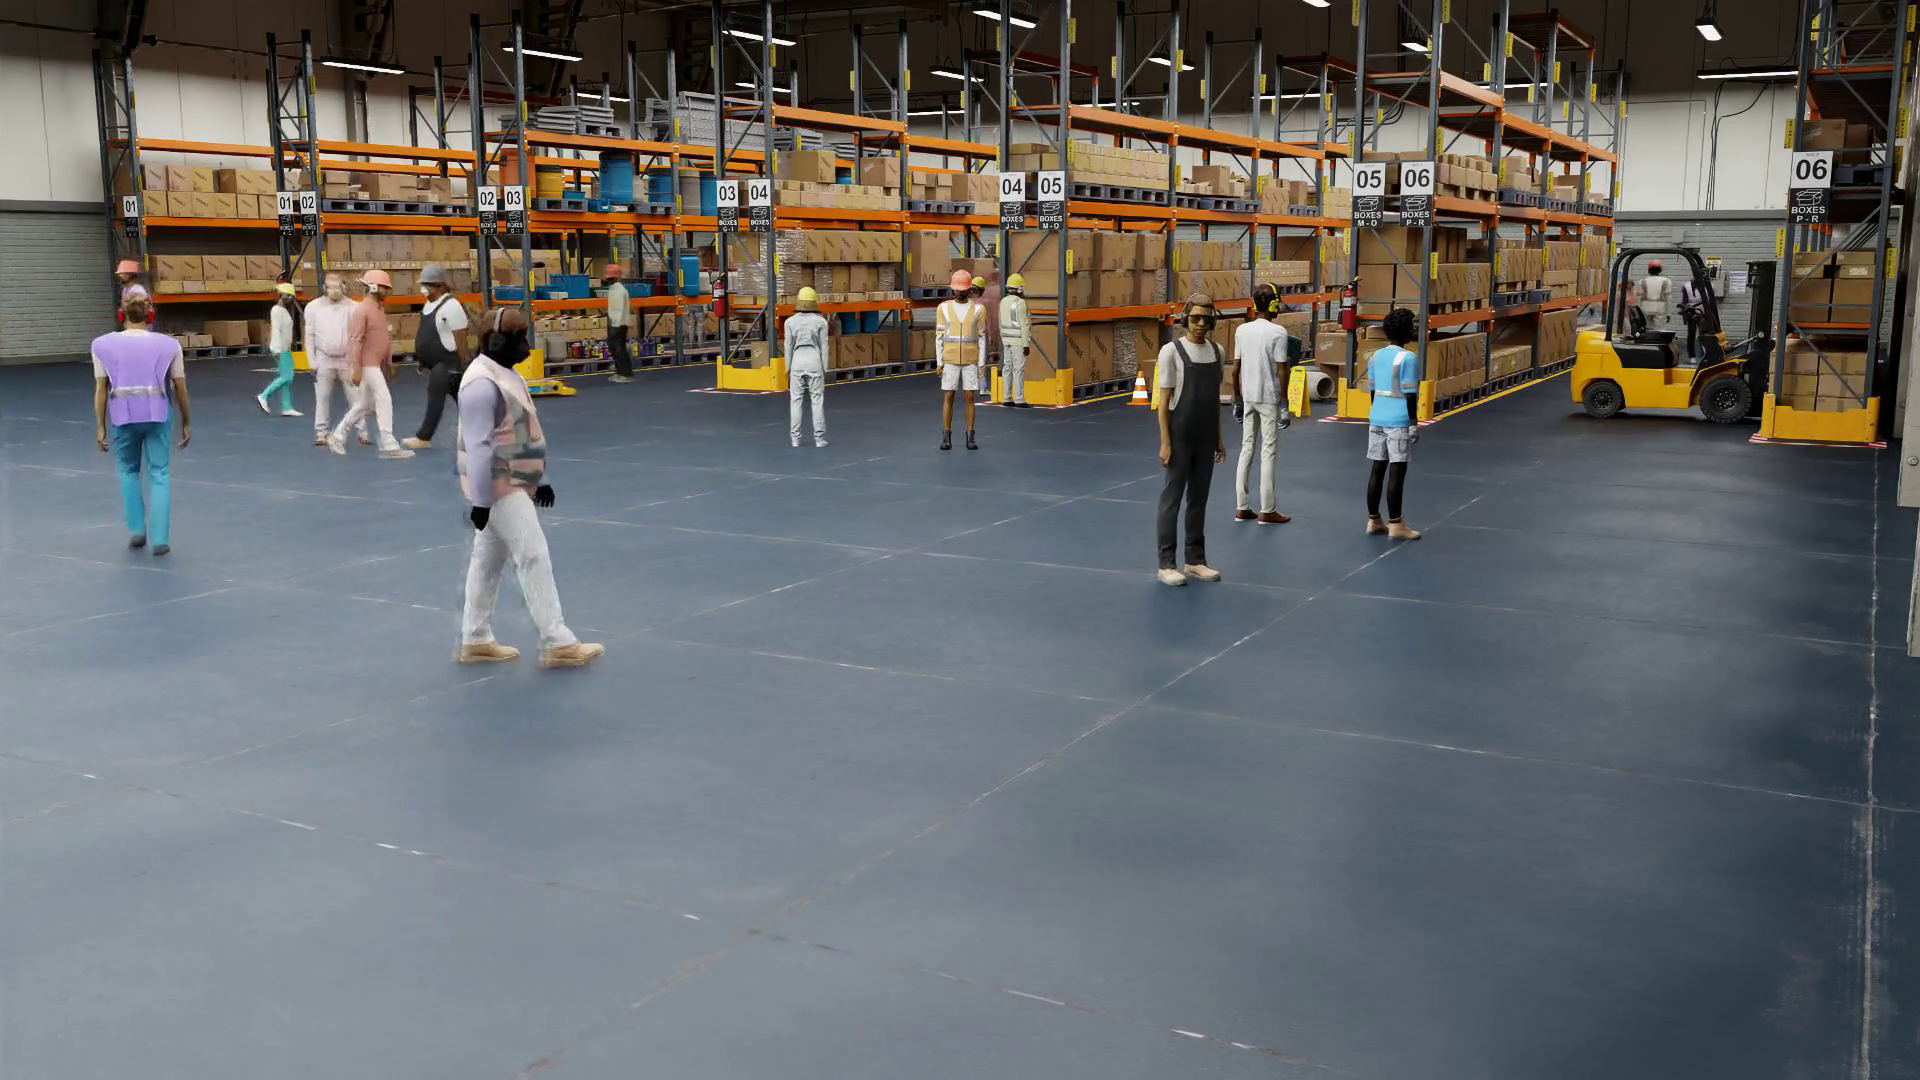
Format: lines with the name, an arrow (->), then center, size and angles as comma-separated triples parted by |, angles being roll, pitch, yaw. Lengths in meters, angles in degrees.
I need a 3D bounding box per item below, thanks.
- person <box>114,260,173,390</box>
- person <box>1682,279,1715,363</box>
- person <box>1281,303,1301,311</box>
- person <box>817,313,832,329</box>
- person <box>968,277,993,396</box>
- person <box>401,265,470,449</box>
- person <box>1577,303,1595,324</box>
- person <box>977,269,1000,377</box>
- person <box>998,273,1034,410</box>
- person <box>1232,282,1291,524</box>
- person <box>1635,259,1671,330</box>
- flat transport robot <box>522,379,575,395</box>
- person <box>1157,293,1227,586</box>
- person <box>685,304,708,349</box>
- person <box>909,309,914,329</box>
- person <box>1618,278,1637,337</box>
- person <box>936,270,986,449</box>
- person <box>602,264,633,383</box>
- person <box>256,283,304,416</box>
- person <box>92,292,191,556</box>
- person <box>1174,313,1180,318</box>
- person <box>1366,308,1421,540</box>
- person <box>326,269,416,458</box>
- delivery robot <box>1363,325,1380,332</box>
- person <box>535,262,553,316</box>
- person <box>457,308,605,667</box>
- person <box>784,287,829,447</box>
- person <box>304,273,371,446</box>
person -> -11.841, -3.032, 24.067 | 0.654, 2.027, 0.617 | -9, 13, -41
person -> 14.230, -4.310, 31.998 | 0.605, 1.857, 1.000 | 2, 10, 12
person -> 7.346, -5.282, 37.616 | 0.628, 1.878, 0.889 | 8, 13, 40
person -> -2.572, -3.917, 29.502 | 0.628, 1.932, 0.365 | 0, 10, 1
person -> 0.261, -3.027, 24.766 | 0.525, 1.769, 0.311 | 6, 11, 30
person -> -5.607, -2.028, 18.115 | 1.050, 2.000, 0.675 | -7, 12, -37
person -> 13.659, -5.073, 36.494 | 0.563, 1.846, 0.517 | 9, 13, 44
person -> 0.597, -3.718, 28.542 | 0.654, 1.866, 0.969 | 8, 12, 39
person -> 0.767, -2.684, 22.552 | 0.404, 1.837, 0.589 | -6, 12, -33
person -> 2.348, -1.058, 12.938 | 0.315, 1.869, 0.526 | -9, 13, -41
person -> 13.437, -4.429, 32.261 | 0.648, 2.010, 0.534 | 4, 11, 23
flat transport robot -> -6.473, -2.238, 24.515 | 1.431, 0.197, 0.652 | -6, 11, -31
person -> 1.475, -0.637, 10.549 | 0.505, 1.842, 0.345 | -6, 11, -31
person -> -5.700, -5.001, 36.132 | 0.600, 1.829, 0.404 | 6, 12, 33
person -> -1.473, -6.615, 45.274 | 0.373, 1.933, 0.551 | 6, 11, 31
person -> 14.013, -4.695, 34.938 | 0.540, 1.610, 0.525 | -4, 10, -20
person -> 0.010, -1.924, 17.838 | 0.543, 1.928, 0.373 | 0, 10, -2
person -> -5.602, -3.531, 27.187 | 0.544, 1.945, 0.658 | -5, 11, -25
person -> -8.791, -2.450, 21.480 | 0.484, 1.725, 0.574 | -1, 10, -7
person -> -5.723, -0.817, 11.669 | 0.594, 1.818, 0.736 | -4, 11, -24
person -> 5.308, -5.742, 41.029 | 0.307, 1.641, 0.513 | 4, 10, 21
person -> 3.191, -0.850, 12.219 | 0.319, 1.698, 0.531 | -4, 10, -20
person -> -6.141, -1.810, 17.136 | 0.937, 1.947, 0.636 | 0, 10, 0
delivery robot -> 9.380, -4.630, 37.417 | 0.707, 0.478, 0.477 | -2, 10, -11
person -> -9.623, -5.416, 38.203 | 0.629, 1.946, 0.525 | 8, 13, 40
person -> -2.182, -0.258, 8.417 | 0.851, 1.807, 0.643 | -1, 10, -8
person -> -1.668, -1.886, 18.156 | 0.499, 1.742, 0.298 | 1, 10, 5
person -> -6.848, -1.985, 18.286 | 0.665, 1.903, 0.403 | -4, 10, -22
